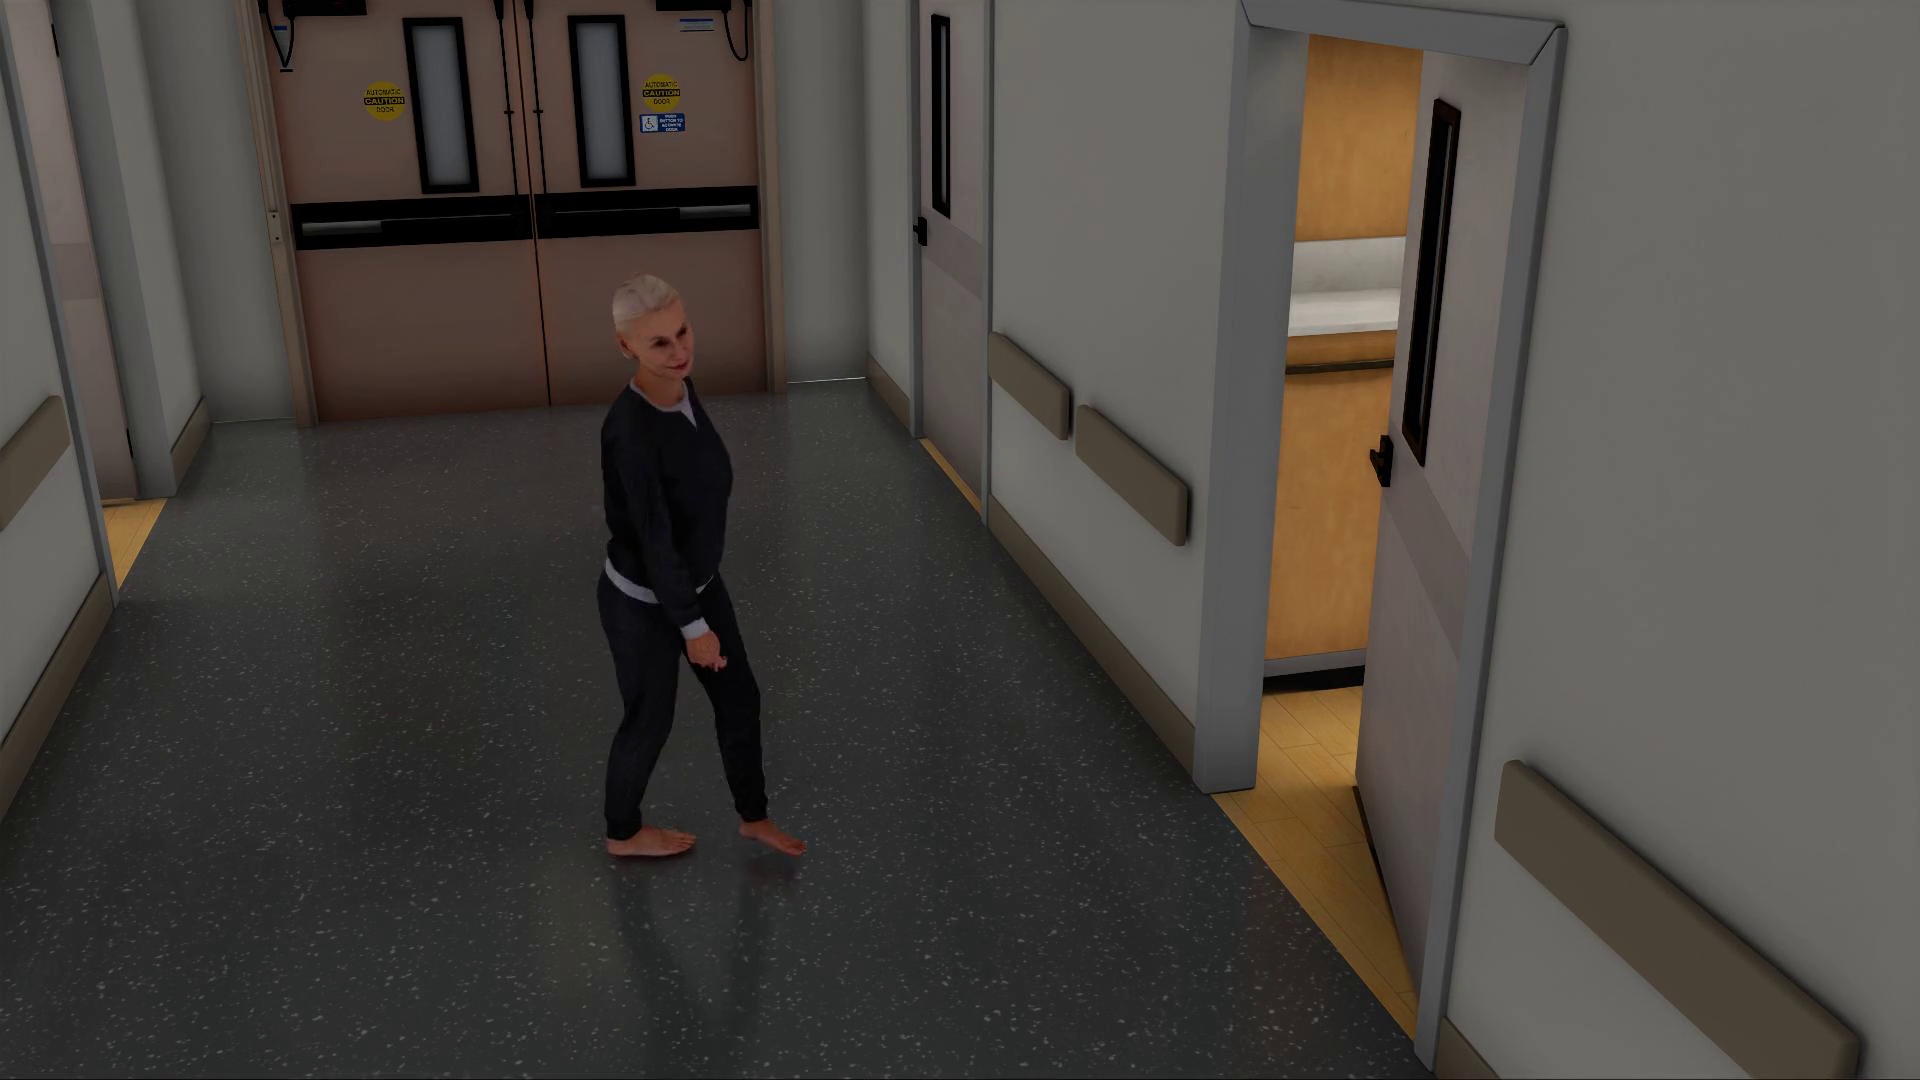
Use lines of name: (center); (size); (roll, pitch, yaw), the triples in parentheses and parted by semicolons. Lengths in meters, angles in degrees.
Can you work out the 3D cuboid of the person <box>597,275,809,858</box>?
person: (-0.814, 0.109, 4.369); (0.955, 1.684, 0.908); (3, 21, 7)
